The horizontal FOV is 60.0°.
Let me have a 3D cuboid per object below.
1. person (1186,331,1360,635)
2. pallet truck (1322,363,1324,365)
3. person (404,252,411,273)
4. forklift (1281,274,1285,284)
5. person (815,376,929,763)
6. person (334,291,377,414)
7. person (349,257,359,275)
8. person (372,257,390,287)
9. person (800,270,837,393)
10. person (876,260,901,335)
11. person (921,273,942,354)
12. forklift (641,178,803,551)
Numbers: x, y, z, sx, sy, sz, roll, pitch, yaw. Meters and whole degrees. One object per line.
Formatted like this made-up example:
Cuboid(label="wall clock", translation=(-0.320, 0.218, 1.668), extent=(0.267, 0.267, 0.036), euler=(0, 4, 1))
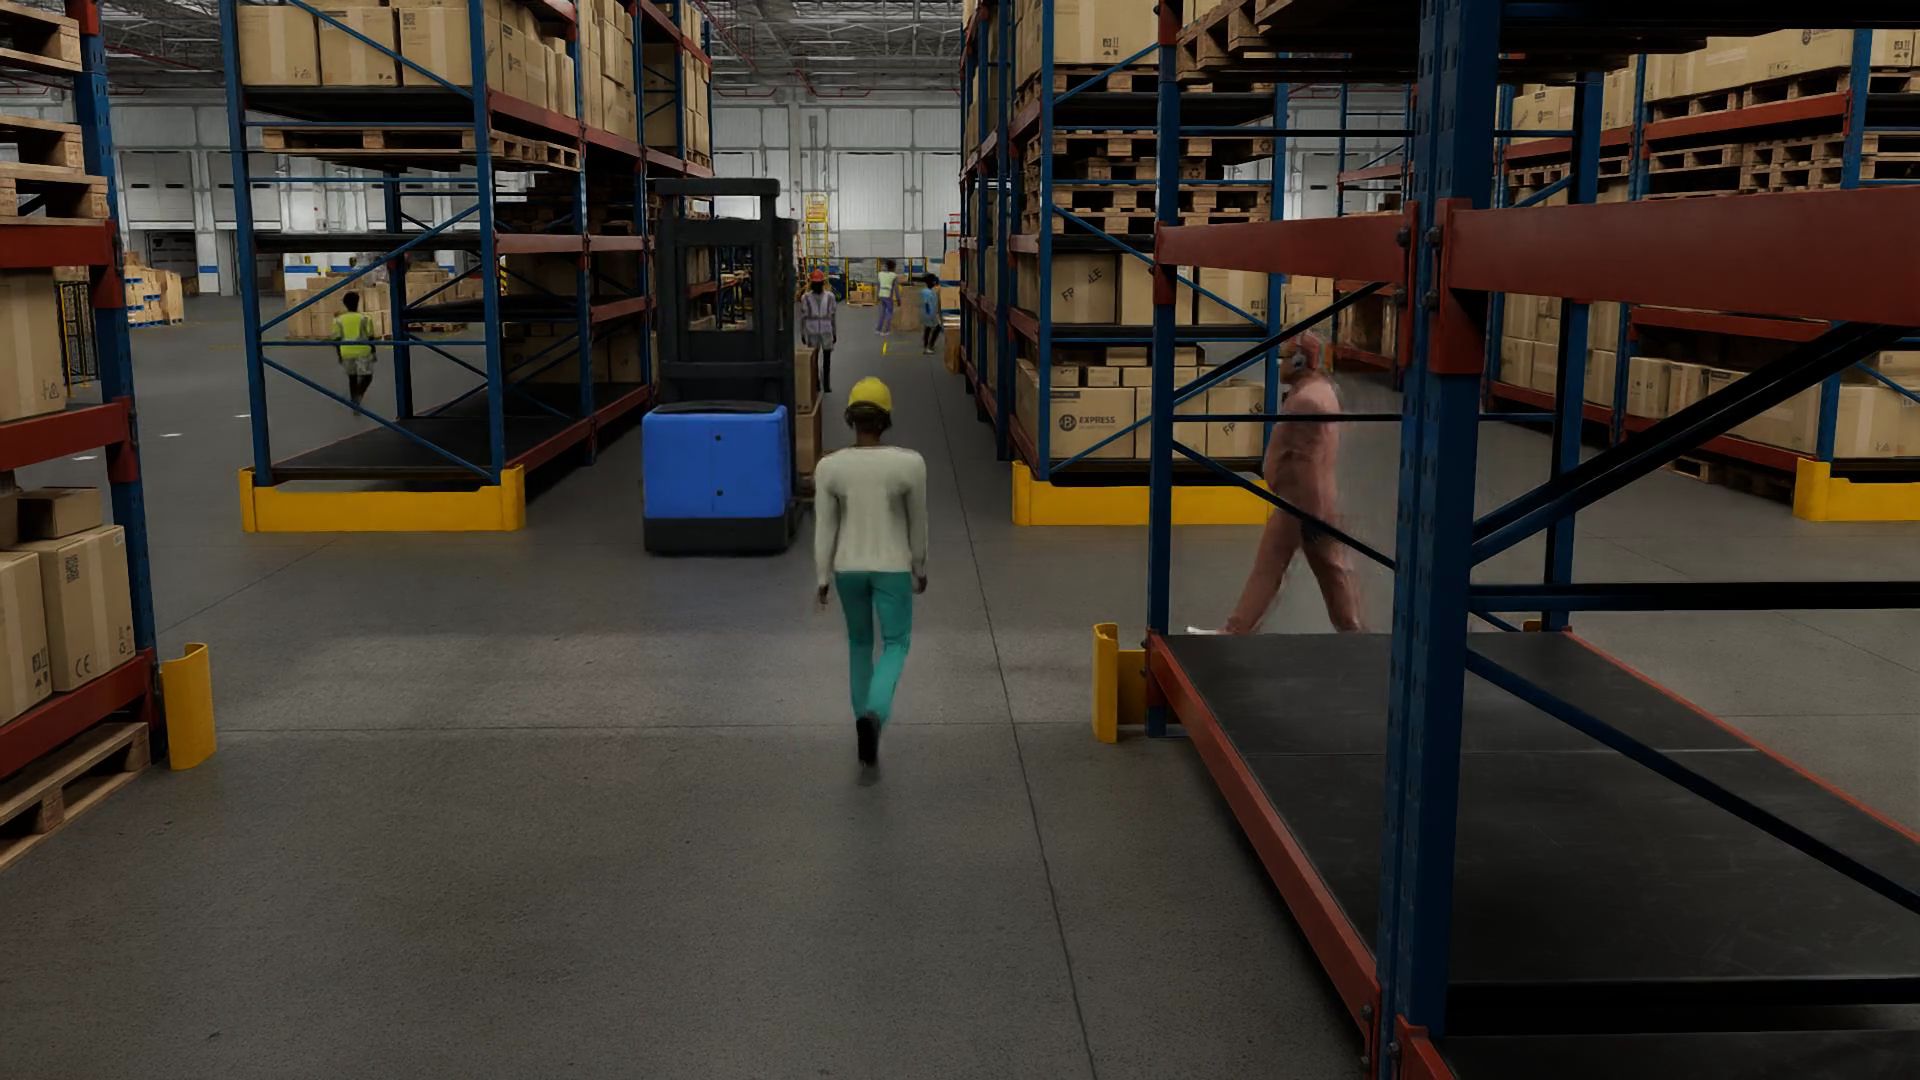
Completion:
Cuboid(label="person", translation=(1.797, -0.216, 9.172), extent=(0.998, 1.851, 0.676), euler=(4, 11, 21))
Cuboid(label="pallet truck", translation=(7.712, -4.157, 30.737), extent=(1.885, 1.965, 0.823), euler=(3, 11, 16))
Cuboid(label="person", translation=(-20.619, -9.781, 62.210), extent=(1.025, 1.939, 0.625), euler=(4, 11, 20))
Cuboid(label="forklift", translation=(12.168, -10.666, 64.537), extent=(1.129, 2.768, 1.873), euler=(0, 10, -2))
Cuboid(label="person", translation=(-0.417, 0.134, 7.545), extent=(0.517, 1.739, 0.691), euler=(2, 10, 12))
Cuboid(label="person", translation=(-8.182, -2.522, 22.480), extent=(0.545, 1.682, 0.556), euler=(0, 10, -2))
Cuboid(label="person", translation=(-19.990, -8.442, 55.090), extent=(0.968, 1.834, 0.527), euler=(-4, 11, -20))
Cuboid(label="person", translation=(-21.227, -9.474, 60.910), extent=(0.912, 1.807, 0.625), euler=(5, 11, 26))
Cuboid(label="person", translation=(-2.194, -3.227, 25.838), extent=(0.568, 1.891, 0.931), euler=(-1, 10, -6))
Cuboid(label="person", translation=(-1.814, -6.052, 41.649), extent=(0.684, 1.879, 0.410), euler=(9, 14, 41))
Cuboid(label="person", translation=(-0.588, -4.710, 34.695), extent=(0.427, 1.687, 0.538), euler=(5, 11, 24))
Cuboid(label="forklift", translation=(-1.857, -1.410, 12.975), extent=(1.129, 2.768, 1.873), euler=(0, 10, -2))
